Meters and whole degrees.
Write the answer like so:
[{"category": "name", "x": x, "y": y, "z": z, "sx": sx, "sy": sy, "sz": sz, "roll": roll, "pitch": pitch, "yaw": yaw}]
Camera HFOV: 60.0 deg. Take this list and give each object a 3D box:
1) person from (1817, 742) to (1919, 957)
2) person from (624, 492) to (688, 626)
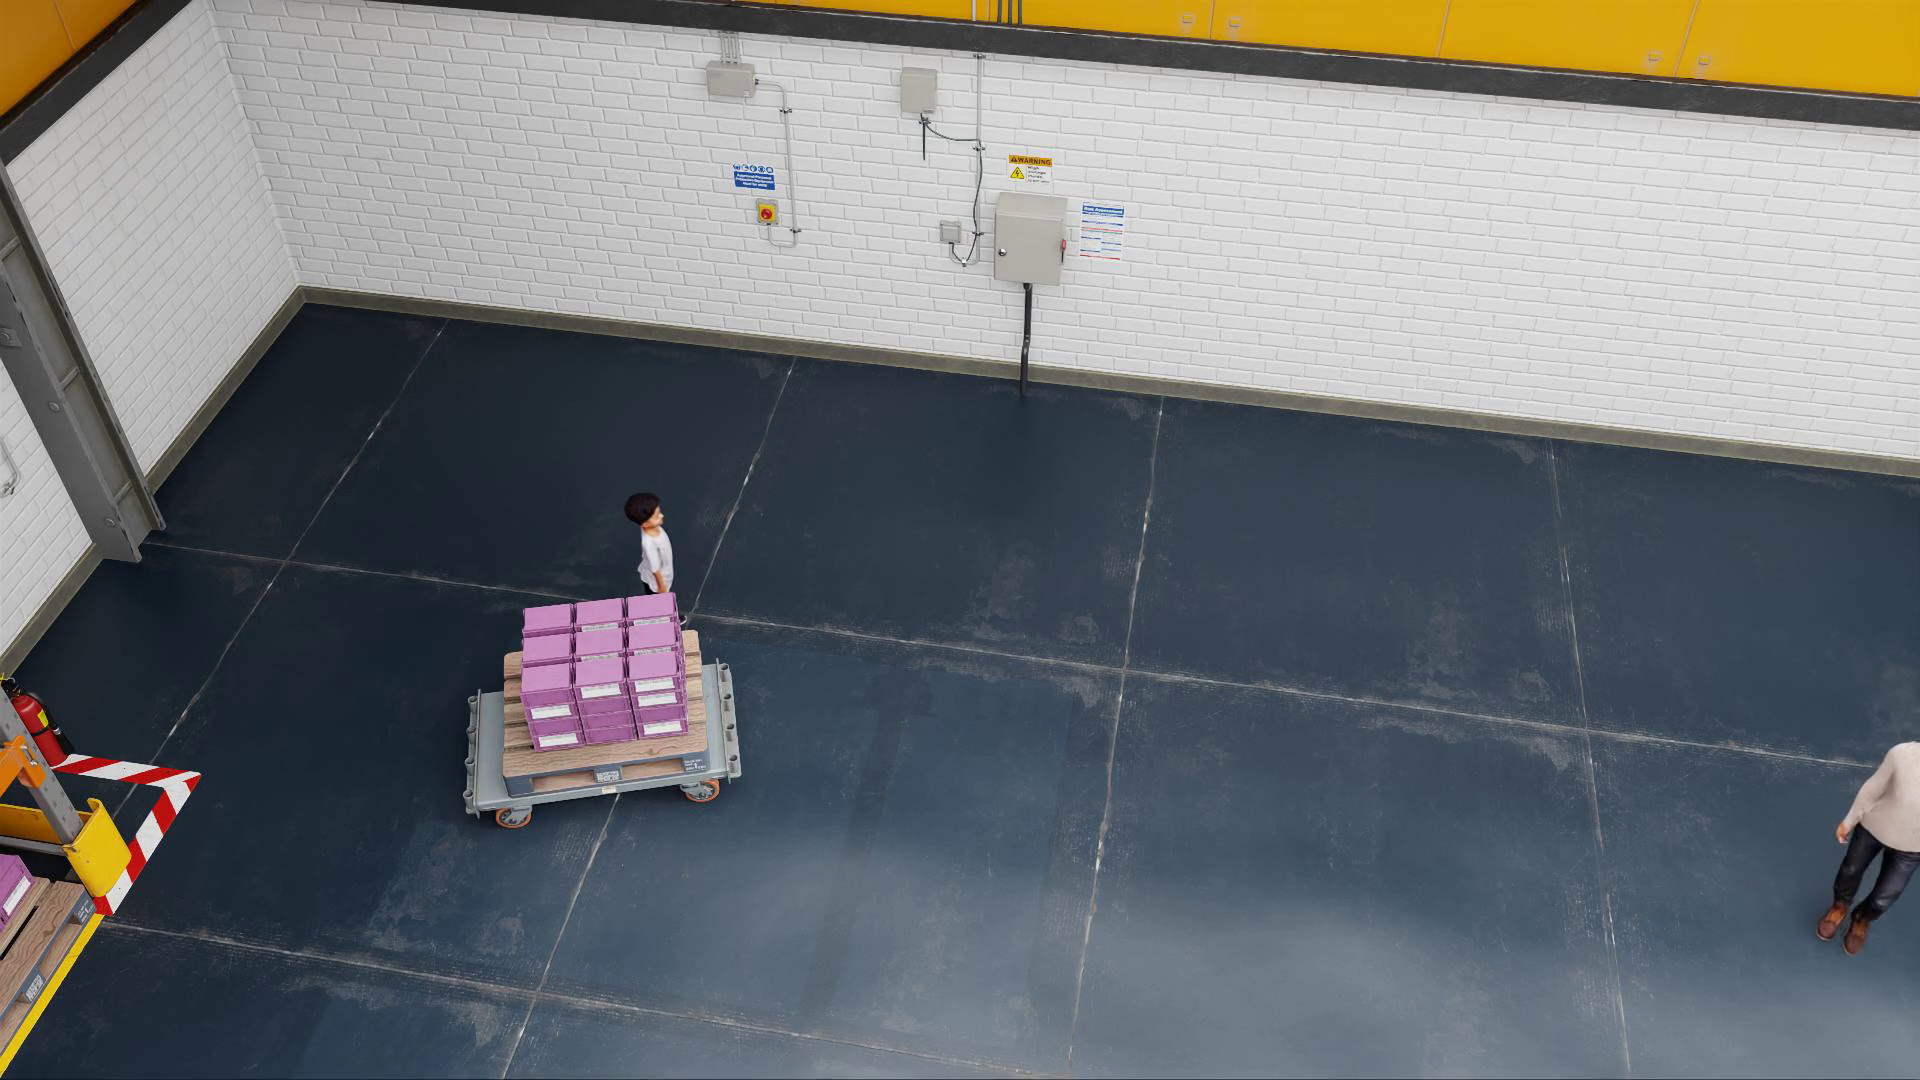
[{"category": "person", "x": 5.110, "y": 1.539, "z": 9.060, "sx": 0.746, "sy": 1.856, "sz": 0.761, "roll": 31, "pitch": 52, "yaw": 29}, {"category": "person", "x": -2.001, "y": 0.185, "z": 10.911, "sx": 0.617, "sy": 1.262, "sz": 0.529, "roll": -8, "pitch": 44, "yaw": -8}]
